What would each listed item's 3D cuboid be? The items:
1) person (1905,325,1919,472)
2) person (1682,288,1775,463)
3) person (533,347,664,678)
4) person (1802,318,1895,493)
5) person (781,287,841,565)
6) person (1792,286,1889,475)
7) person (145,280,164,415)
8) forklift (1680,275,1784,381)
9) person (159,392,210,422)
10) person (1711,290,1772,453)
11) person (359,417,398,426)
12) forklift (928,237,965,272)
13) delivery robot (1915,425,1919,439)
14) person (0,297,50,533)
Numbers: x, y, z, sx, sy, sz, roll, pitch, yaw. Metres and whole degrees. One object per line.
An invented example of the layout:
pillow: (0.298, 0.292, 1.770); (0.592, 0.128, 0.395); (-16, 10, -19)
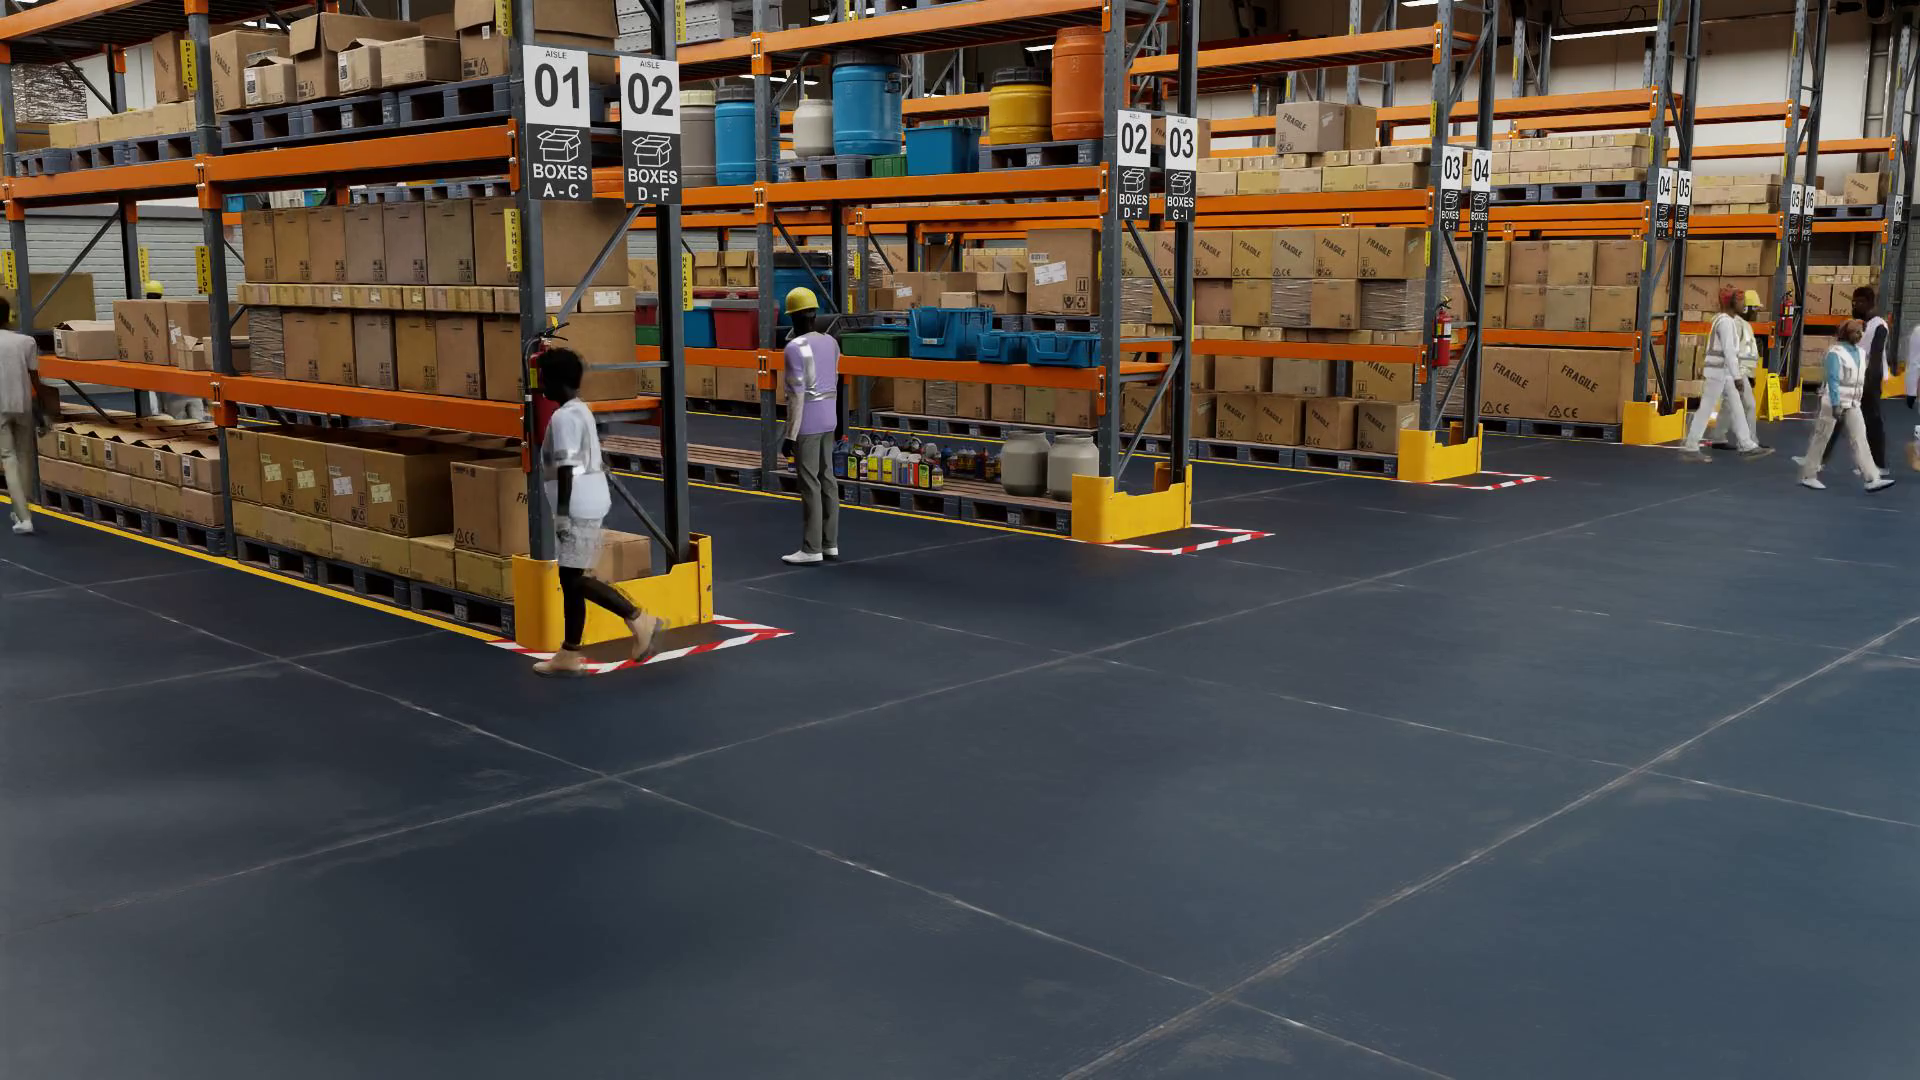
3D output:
person: (9.384, -1.454, 16.005); (0.654, 1.819, 0.693); (-1, 9, -7)
person: (8.169, -1.725, 17.575); (0.951, 1.841, 0.599); (5, 11, 29)
person: (-1.849, -0.139, 8.395); (0.605, 1.669, 0.562); (-1, 9, -3)
person: (8.143, -1.225, 15.244); (0.544, 1.587, 0.863); (-4, 10, -25)
person: (-1.059, -0.793, 11.615); (0.383, 1.921, 0.585); (5, 10, 27)
person: (8.848, -1.574, 16.556); (0.956, 1.870, 0.614); (-1, 9, -3)
person: (-10.077, -2.302, 20.891); (0.605, 1.908, 0.424); (-4, 10, -25)
forklift: (12.480, -3.427, 27.053); (1.214, 2.155, 2.313); (9, 13, 43)
person: (-7.410, -1.346, 15.953); (0.664, 1.608, 0.504); (8, 12, 39)
person: (8.732, -1.843, 18.382); (0.762, 1.803, 0.626); (6, 11, 32)
person: (-6.110, -1.652, 17.410); (0.723, 1.746, 0.531); (8, 12, 41)
forklift: (-0.326, -5.817, 39.609); (1.129, 2.768, 1.873); (9, 13, 43)
delivery robot: (10.349, -1.070, 17.312); (0.707, 0.478, 0.477); (4, 10, 22)
person: (-7.511, -0.990, 13.053); (0.858, 1.835, 0.549); (9, 13, 44)
